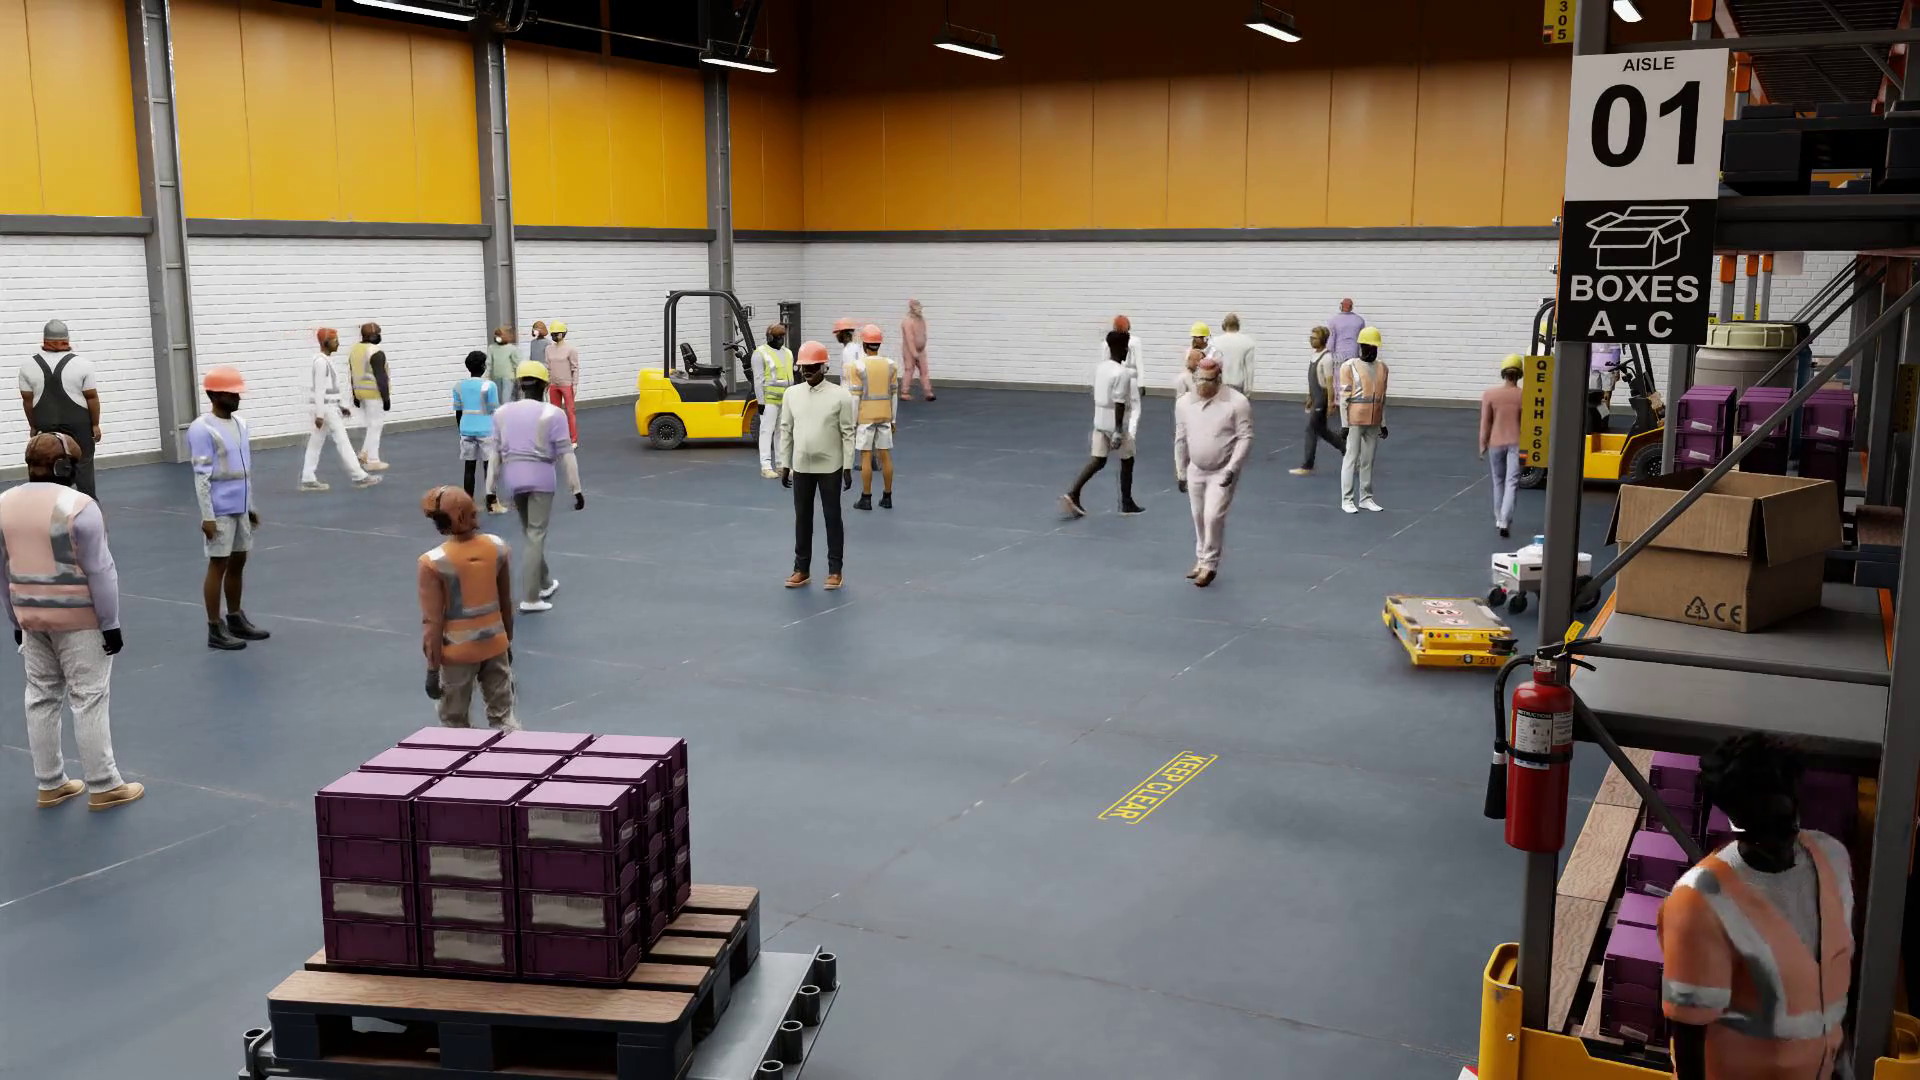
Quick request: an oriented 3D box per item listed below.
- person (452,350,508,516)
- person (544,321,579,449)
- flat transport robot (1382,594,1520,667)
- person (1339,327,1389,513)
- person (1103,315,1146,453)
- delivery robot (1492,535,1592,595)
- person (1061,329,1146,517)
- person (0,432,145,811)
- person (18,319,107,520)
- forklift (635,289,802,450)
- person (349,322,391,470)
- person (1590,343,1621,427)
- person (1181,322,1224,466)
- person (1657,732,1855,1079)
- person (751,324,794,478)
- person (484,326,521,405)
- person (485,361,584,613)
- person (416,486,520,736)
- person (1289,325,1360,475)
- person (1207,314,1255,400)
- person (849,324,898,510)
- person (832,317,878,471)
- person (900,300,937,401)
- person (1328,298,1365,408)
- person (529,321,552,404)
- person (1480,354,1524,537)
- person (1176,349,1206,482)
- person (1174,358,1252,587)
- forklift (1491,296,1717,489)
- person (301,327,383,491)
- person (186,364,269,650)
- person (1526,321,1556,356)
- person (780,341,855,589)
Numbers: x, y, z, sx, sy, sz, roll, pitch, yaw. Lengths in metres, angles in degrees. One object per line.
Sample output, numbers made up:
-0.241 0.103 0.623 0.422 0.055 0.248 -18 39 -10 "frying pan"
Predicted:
-4.924 -1.091 17.043 0.532 1.697 0.319 3 10 16 "person"
-5.456 -2.106 22.717 0.533 1.767 0.313 4 10 21 "person"
3.329 0.602 11.364 0.652 0.197 1.431 1 10 5 "flat transport robot"
4.197 -1.244 17.256 0.587 1.929 0.361 -5 11 -25 "person"
2.213 -2.090 22.363 0.661 1.855 0.430 6 11 30 "person"
4.387 0.208 12.554 0.707 0.478 0.477 -3 10 -15 "delivery robot"
1.474 -1.177 16.895 0.912 1.935 0.602 -5 11 -28 "person"
-4.315 0.396 8.033 0.622 1.837 0.429 2 10 13 "person"
-8.862 -1.166 16.483 0.689 2.000 0.539 -2 10 -12 "person"
-3.358 -2.392 23.136 2.313 2.155 1.214 -1 10 -5 "forklift"
-7.278 -1.782 20.647 0.657 1.828 0.451 8 13 40 "person"
9.477 -2.538 24.419 0.376 2.044 0.607 -4 10 -20 "person"
3.003 -1.815 20.848 0.601 1.827 0.403 10 14 44 "person"
1.735 1.219 3.754 0.630 1.665 0.450 -5 11 -29 "person"
-2.206 -1.670 19.980 0.429 1.844 0.627 7 12 37 "person"
-6.799 -2.345 24.591 0.510 1.599 0.815 4 10 20 "person"
-3.217 -0.420 12.664 0.705 1.860 0.948 2 10 13 "person"
-2.234 0.556 7.767 0.619 1.619 0.558 7 12 35 "person"
4.439 -1.681 20.090 0.808 1.824 0.500 0 10 0 "person"
3.537 -2.025 21.954 0.652 1.874 1.051 0 10 1 "person"
-0.914 -1.281 17.430 0.545 1.943 0.347 -5 11 -28 "person"
-1.434 -1.795 20.540 0.945 1.886 0.545 2 10 13 "person"
-0.756 -3.397 29.980 0.854 1.849 0.706 8 12 37 "person"
6.680 -3.239 28.867 0.643 1.910 0.400 -1 10 -5 "person"
-6.516 -2.585 25.865 0.507 1.636 0.277 7 12 36 "person"
5.245 -0.911 15.903 0.535 1.725 0.880 5 11 25 "person"
2.718 -1.422 19.238 0.499 1.595 0.837 -6 11 -31 "person"
2.032 -0.548 13.460 0.661 1.848 0.756 7 12 34 "person"
7.296 -1.677 18.993 2.313 2.155 1.214 5 11 27 "forklift"
-7.056 -1.477 18.832 0.943 1.838 0.599 -4 11 -21 "person"
-4.980 -0.228 11.351 0.372 1.935 0.551 2 10 9 "person"
7.482 -1.906 21.413 0.405 1.824 0.585 -1 10 -5 "person"
-1.151 -0.594 13.300 0.619 1.992 0.396 3 10 16 "person"
